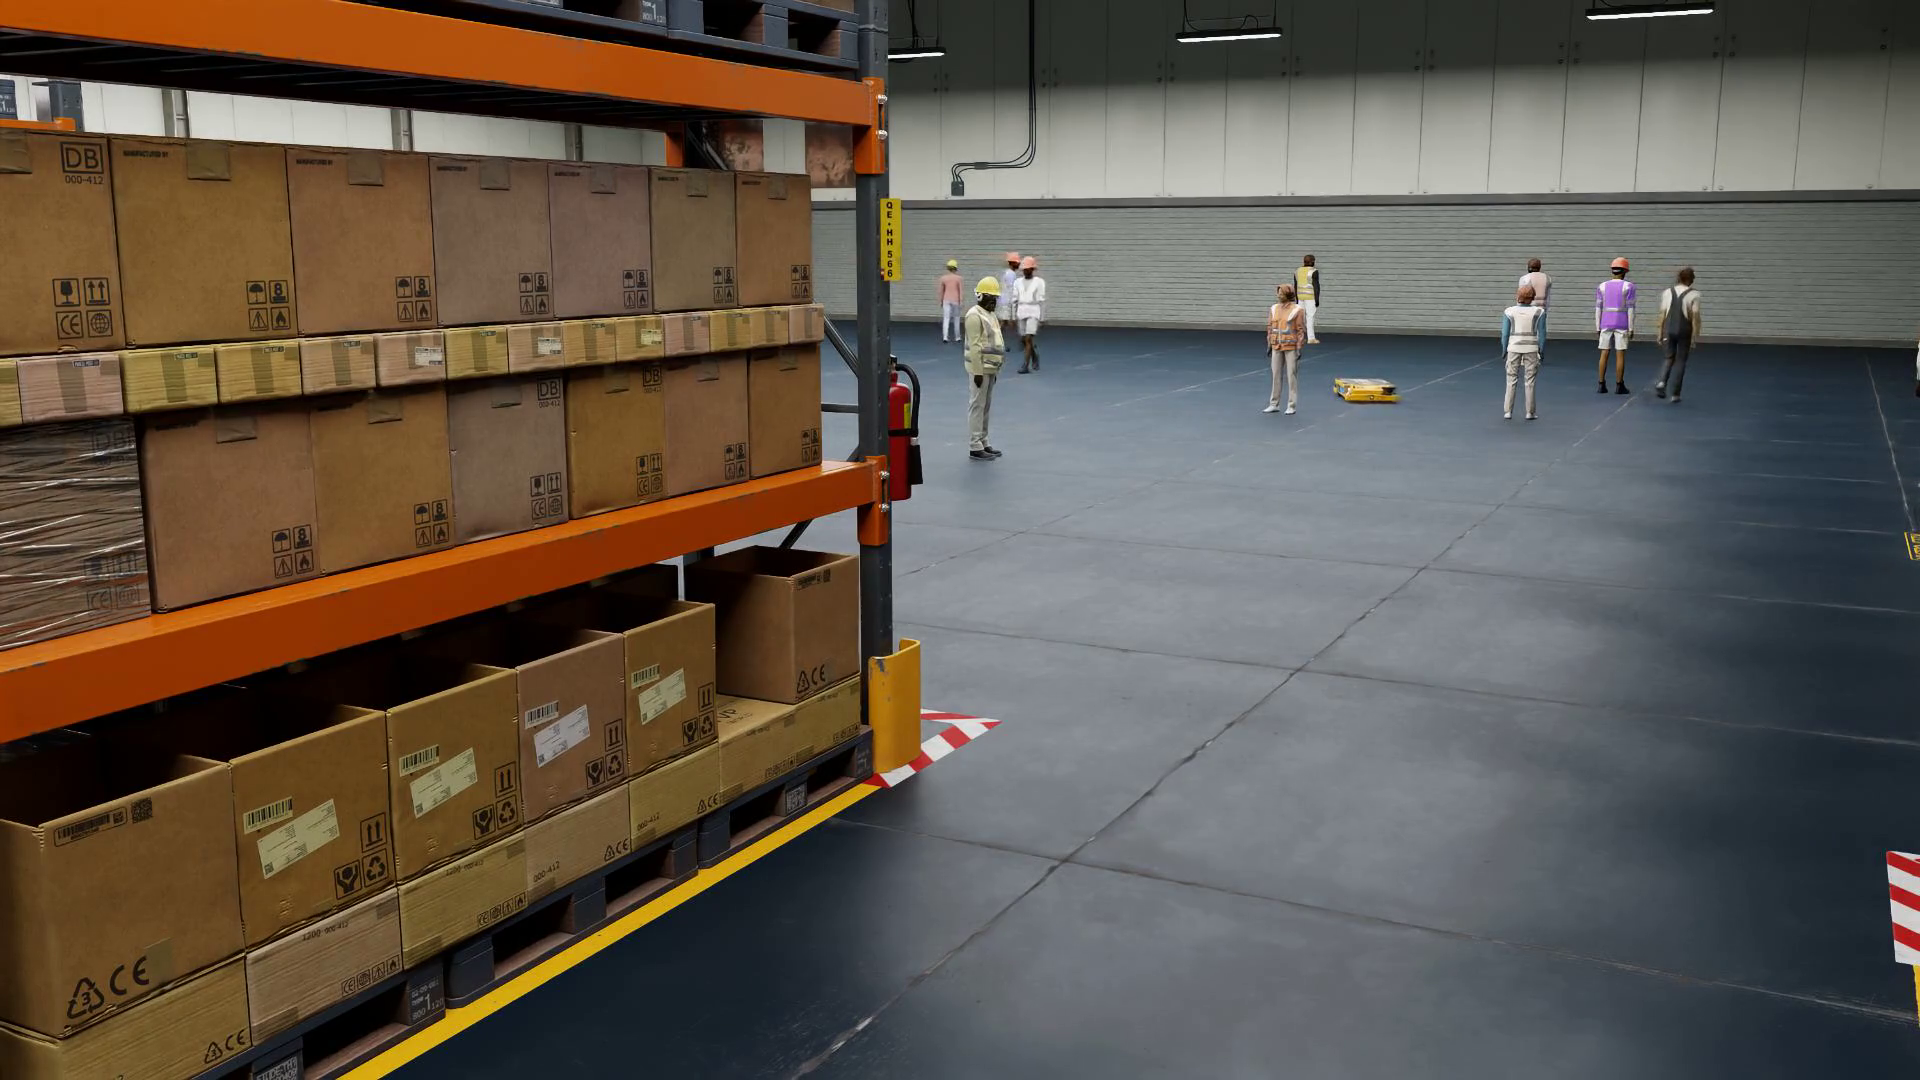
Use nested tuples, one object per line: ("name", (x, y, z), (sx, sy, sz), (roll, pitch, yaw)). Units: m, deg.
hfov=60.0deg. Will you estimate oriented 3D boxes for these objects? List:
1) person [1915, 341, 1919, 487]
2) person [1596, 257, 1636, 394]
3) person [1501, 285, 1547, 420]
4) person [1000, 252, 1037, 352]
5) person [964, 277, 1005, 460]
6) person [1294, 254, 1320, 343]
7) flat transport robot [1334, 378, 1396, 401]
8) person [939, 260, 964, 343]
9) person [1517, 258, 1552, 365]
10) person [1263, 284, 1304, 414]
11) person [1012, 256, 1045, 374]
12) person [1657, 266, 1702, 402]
("person", (8.748, -1.418, 14.609), (0.623, 1.990, 0.390), (7, 13, 34))
("person", (9.290, -3.029, 23.570), (0.542, 1.929, 0.369), (9, 13, 39))
("person", (6.865, -2.281, 20.276), (0.522, 1.640, 0.306), (5, 11, 24))
("person", (1.085, -4.570, 32.033), (0.910, 1.895, 0.548), (1, 10, 6))
("person", (0.253, -1.723, 16.727), (0.404, 1.826, 0.587), (3, 11, 17))
("person", (7.243, -5.010, 34.607), (0.429, 1.845, 0.621), (-8, 13, -37))
("flat transport robot", (5.572, -2.081, 22.921), (0.652, 0.197, 1.431), (1, 10, 5))
("person", (-0.184, -5.003, 34.896), (0.536, 1.722, 0.897), (2, 11, 13))
("person", (9.894, -3.944, 28.794), (0.622, 1.845, 0.429), (-3, 11, -15))
("person", (4.093, -2.400, 20.936), (0.314, 1.636, 0.514), (-10, 14, -44))
("person", (1.144, -3.687, 27.232), (0.553, 1.911, 0.842), (5, 12, 27))
("person", (9.662, -2.757, 22.341), (0.424, 1.832, 0.547), (-10, 14, -43))
